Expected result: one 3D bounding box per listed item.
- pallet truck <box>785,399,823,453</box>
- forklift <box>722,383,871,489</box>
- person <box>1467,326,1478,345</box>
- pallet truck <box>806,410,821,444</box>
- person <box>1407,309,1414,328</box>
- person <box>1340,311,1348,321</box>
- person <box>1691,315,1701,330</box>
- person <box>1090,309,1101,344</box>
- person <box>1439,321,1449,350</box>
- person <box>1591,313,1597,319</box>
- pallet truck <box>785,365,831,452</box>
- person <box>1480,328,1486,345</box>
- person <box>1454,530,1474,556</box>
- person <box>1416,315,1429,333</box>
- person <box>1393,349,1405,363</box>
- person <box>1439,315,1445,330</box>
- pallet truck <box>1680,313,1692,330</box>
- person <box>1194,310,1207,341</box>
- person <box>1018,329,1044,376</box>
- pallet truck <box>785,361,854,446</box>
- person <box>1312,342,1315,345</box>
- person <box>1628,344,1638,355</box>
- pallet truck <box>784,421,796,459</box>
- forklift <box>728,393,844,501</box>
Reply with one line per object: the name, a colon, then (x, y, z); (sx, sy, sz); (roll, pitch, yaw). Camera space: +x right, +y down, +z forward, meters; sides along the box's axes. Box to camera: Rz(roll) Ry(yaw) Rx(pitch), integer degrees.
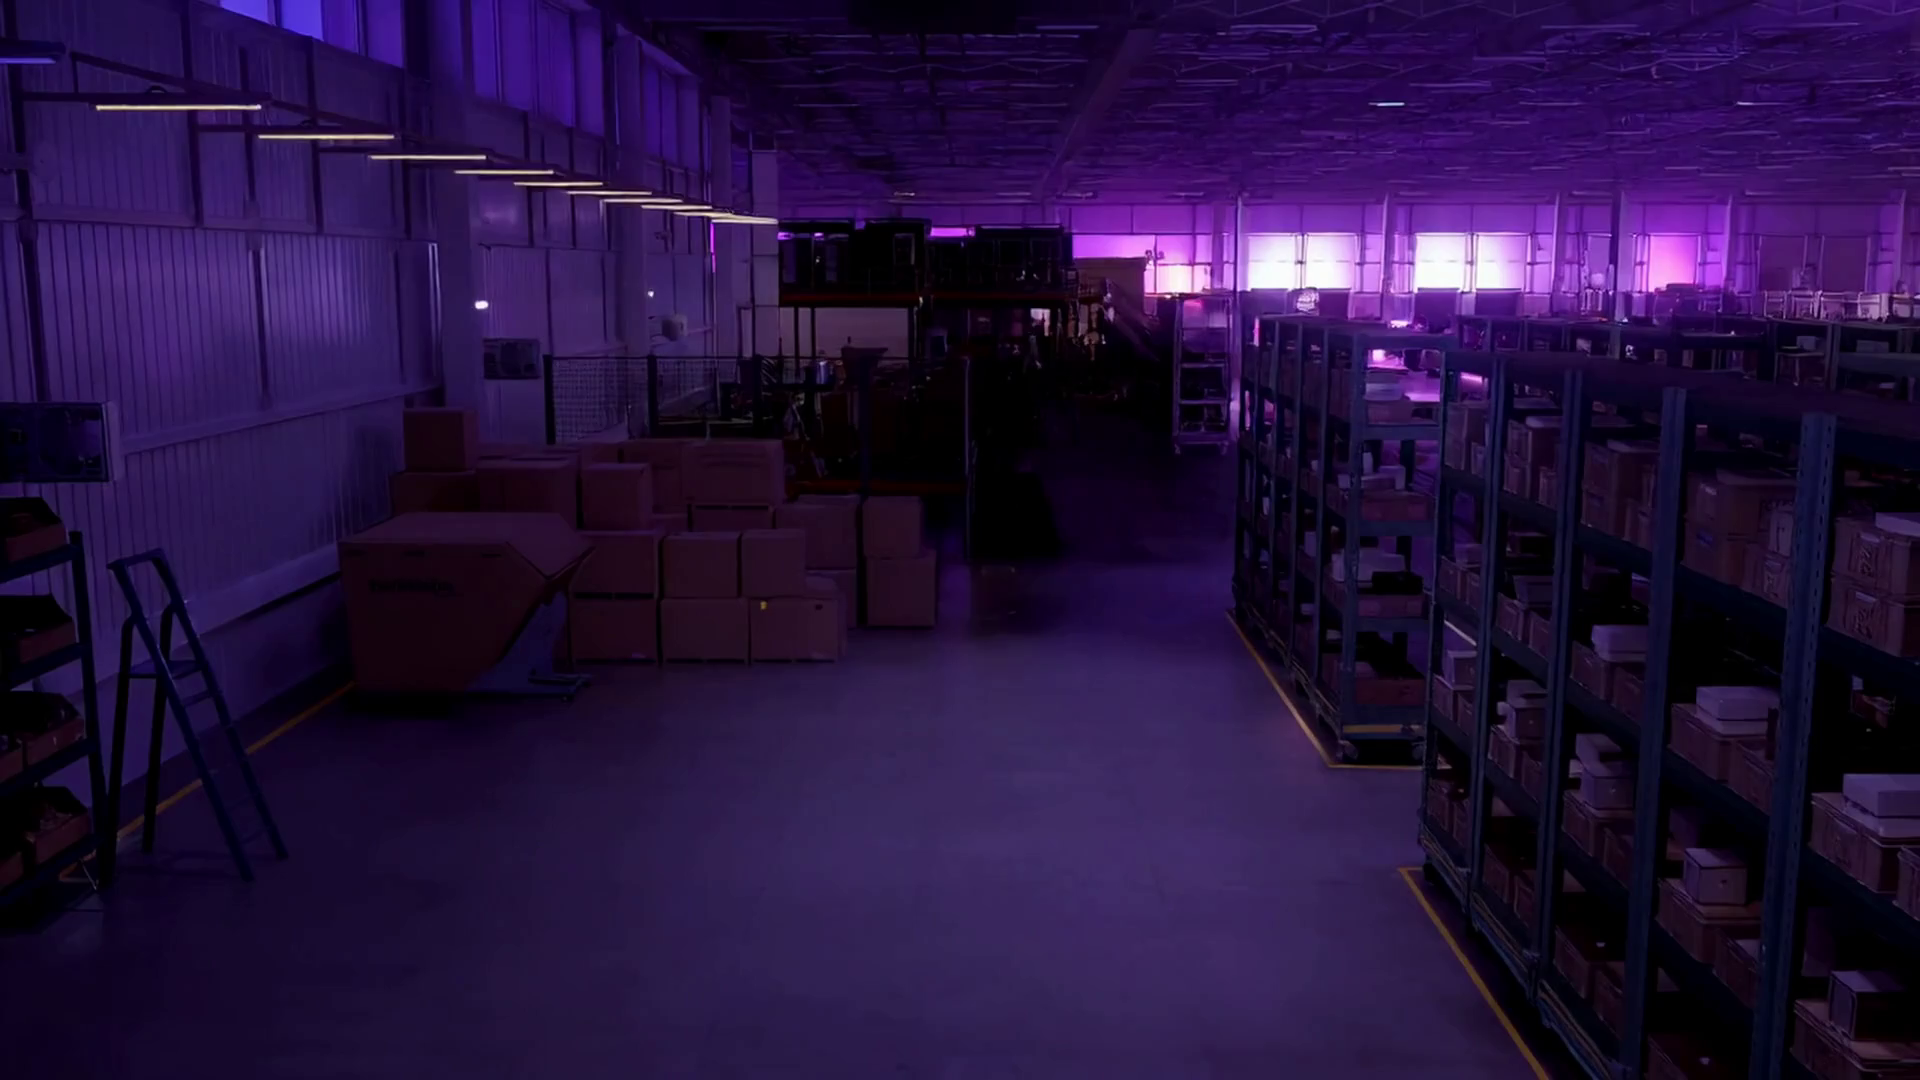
pallet truck: (-3.814, -2.432, 36.419); (1.630, 1.274, 0.653); (0, 9, 1)
forklift: (-2.893, -1.687, 28.729); (2.680, 1.987, 1.157); (0, 9, -1)
person: (22.184, -8.444, 71.902); (0.515, 1.837, 0.880); (6, 11, 32)
pallet truck: (-3.559, -2.018, 33.905); (1.522, 1.261, 0.704); (0, 9, -1)
person: (25.642, -12.208, 94.841); (0.400, 1.918, 0.589); (7, 11, 36)
person: (20.933, -11.566, 90.894); (0.630, 1.921, 0.914); (-8, 12, -40)
person: (39.029, -11.068, 88.301); (0.533, 1.753, 0.479); (-1, 9, -5)
person: (7.479, -11.893, 92.728); (0.776, 1.964, 0.651); (-6, 11, -33)
person: (21.763, -8.934, 74.872); (0.429, 1.844, 0.626); (-2, 9, -9)
person: (31.418, -10.254, 82.576); (0.442, 1.978, 0.645); (-6, 11, -34)
pallet truck: (-3.774, -2.976, 37.635); (1.885, 1.965, 0.823); (1, 9, 5)
person: (20.537, -7.384, 64.755); (0.694, 2.022, 0.621); (-6, 11, -33)
person: (7.033, -0.431, 22.575); (0.893, 1.803, 0.587); (-6, 11, -33)
person: (22.491, -9.967, 80.977); (0.594, 1.926, 0.366); (3, 10, 20)
person: (13.606, -5.069, 51.311); (0.565, 1.752, 0.343); (-1, 9, -7)
person: (23.952, -10.183, 82.300); (0.571, 1.927, 0.632); (1, 9, 4)
pallet truck: (36.315, -10.531, 84.244); (0.823, 1.965, 1.885); (-6, 11, -33)
person: (14.139, -12.596, 97.385); (1.017, 1.865, 0.619); (5, 10, 26)
person: (2.819, -7.286, 64.772); (1.005, 1.836, 0.581); (2, 9, 13)
pallet truck: (-3.410, -3.193, 38.978); (1.885, 1.965, 0.823); (0, 9, -1)
person: (15.542, -8.850, 74.434); (0.864, 1.807, 0.661); (-7, 12, -38)
person: (24.222, -6.525, 59.394); (0.689, 2.000, 0.535); (7, 11, 35)
pallet truck: (-4.013, -1.793, 32.705); (1.601, 1.201, 0.680); (0, 9, 1)
forklift: (-2.979, -1.316, 26.476); (2.680, 1.987, 1.157); (0, 9, 1)
